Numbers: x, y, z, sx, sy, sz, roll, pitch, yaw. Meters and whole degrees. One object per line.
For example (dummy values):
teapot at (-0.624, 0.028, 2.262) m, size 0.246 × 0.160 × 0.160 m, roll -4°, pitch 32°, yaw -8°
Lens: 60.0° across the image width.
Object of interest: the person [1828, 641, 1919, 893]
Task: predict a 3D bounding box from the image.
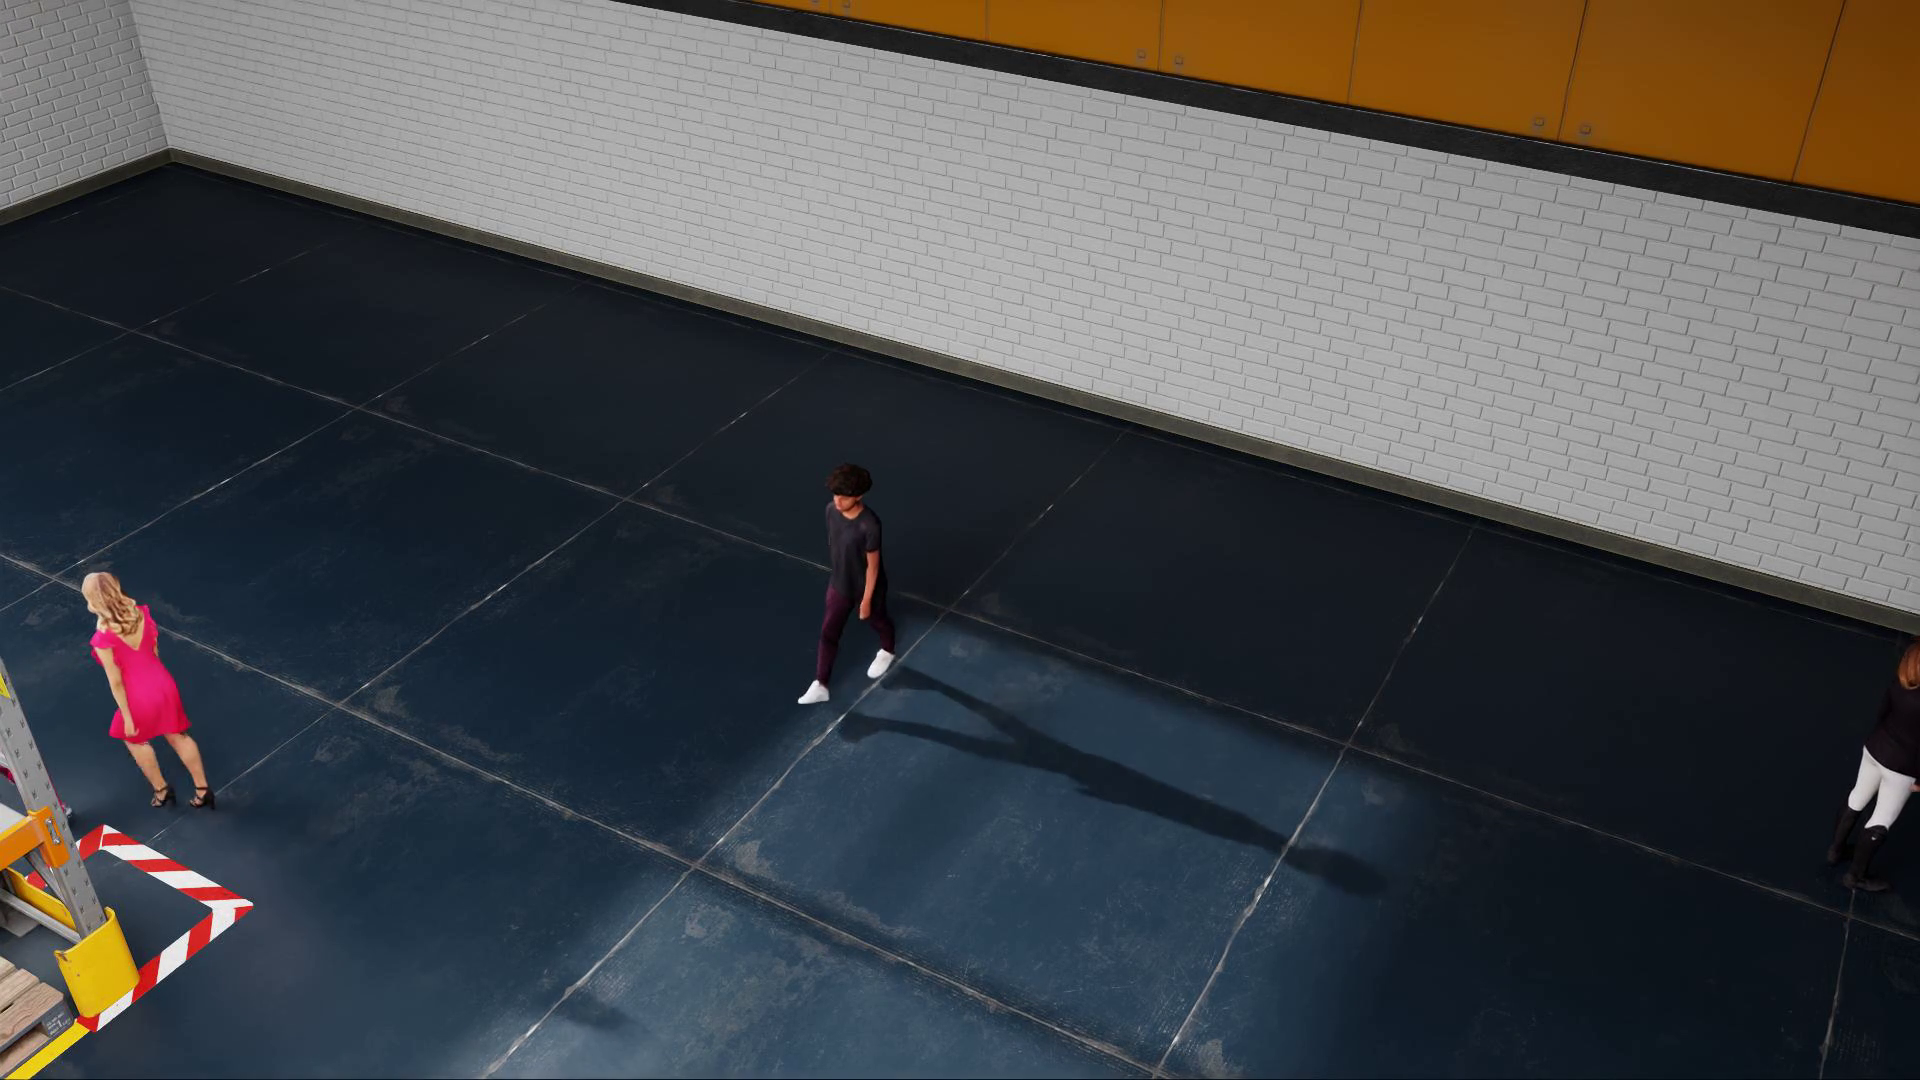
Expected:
person at (5.255, 1.248, 9.371) m, size 0.749 × 1.731 × 0.682 m, roll -4°, pitch 34°, yaw -5°

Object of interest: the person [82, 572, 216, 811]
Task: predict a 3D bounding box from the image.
person at (-4.736, 0.955, 9.835) m, size 0.743 × 1.706 × 0.643 m, roll 12°, pitch 36°, yaw 18°

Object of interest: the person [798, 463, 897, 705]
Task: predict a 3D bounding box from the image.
person at (-0.616, 0.237, 10.894) m, size 0.643 × 1.728 × 1.095 m, roll 20°, pitch 38°, yaw 27°
